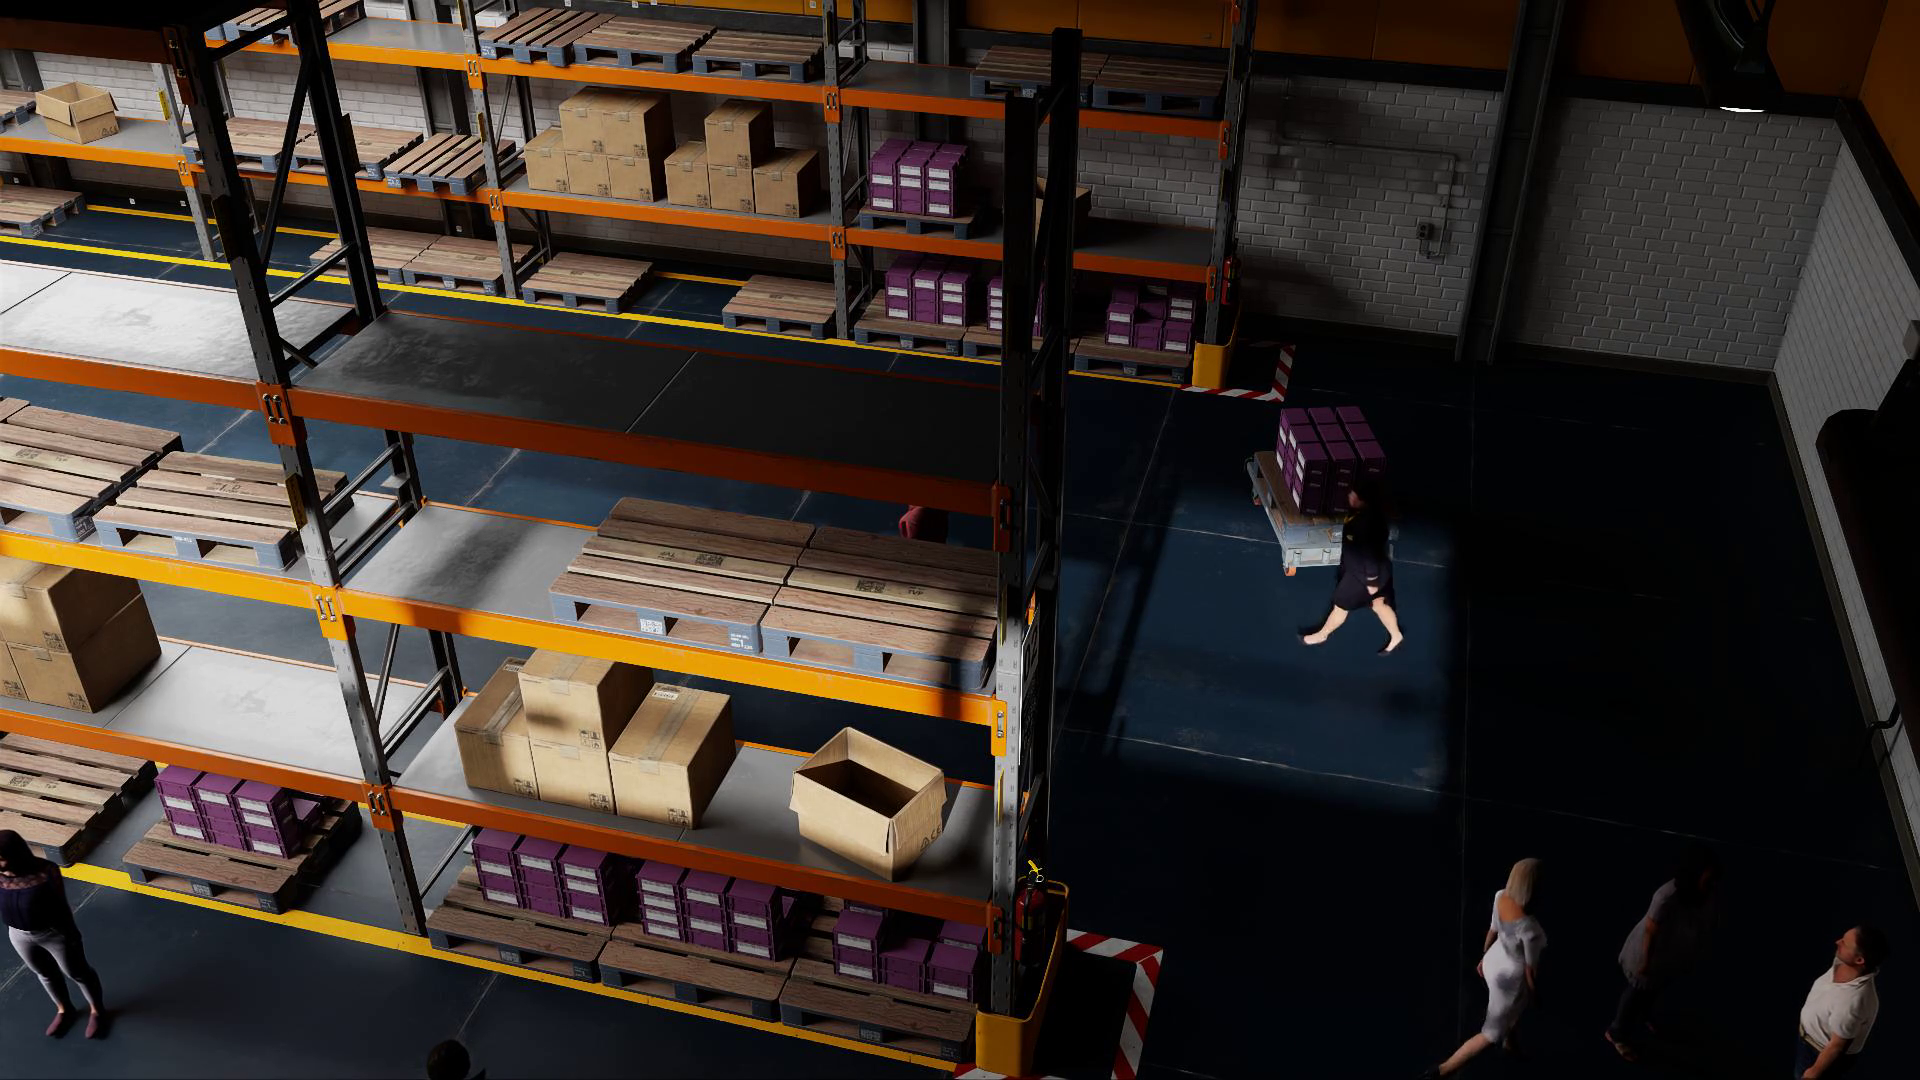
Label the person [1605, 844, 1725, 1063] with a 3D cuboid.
[{"bbox_3d":[4.184,2.395,9.865,0.771,1.608,0.824,-23,40,-30],"label":"person"}]

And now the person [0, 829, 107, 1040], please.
[{"bbox_3d":[-5.477,2.349,9.935,0.540,1.608,0.700,0,34,0],"label":"person"}]

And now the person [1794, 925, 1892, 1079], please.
[{"bbox_3d":[4.729,2.779,9.063,0.643,1.856,0.705,16,37,22],"label":"person"}]

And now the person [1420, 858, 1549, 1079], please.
[{"bbox_3d":[3.086,2.547,9.534,1.115,1.721,0.852,-5,34,-8],"label":"person"}]

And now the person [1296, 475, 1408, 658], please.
[{"bbox_3d":[3.258,0.278,13.040,1.117,1.619,0.742,6,34,9],"label":"person"}]

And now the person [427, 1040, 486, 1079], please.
[{"bbox_3d":[-2.536,3.213,8.587,0.603,1.661,0.664,25,41,32],"label":"person"}]
